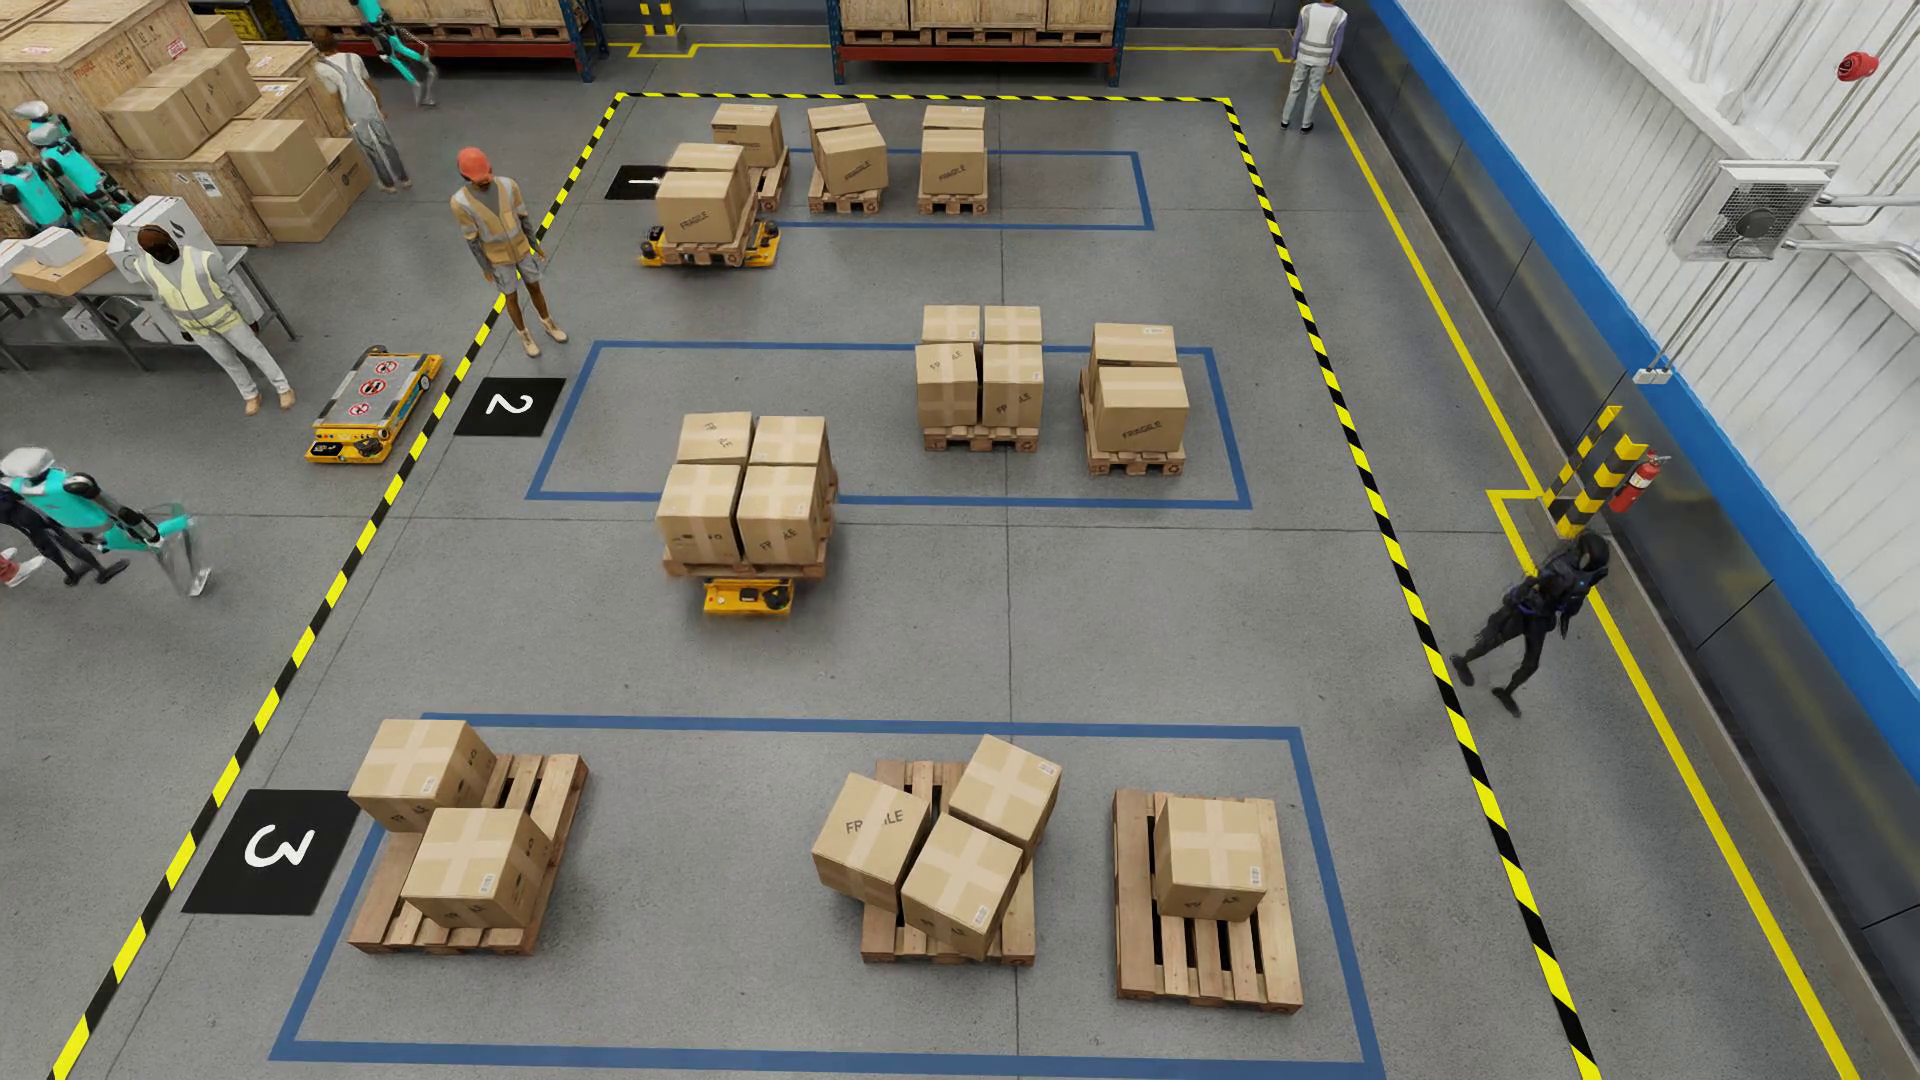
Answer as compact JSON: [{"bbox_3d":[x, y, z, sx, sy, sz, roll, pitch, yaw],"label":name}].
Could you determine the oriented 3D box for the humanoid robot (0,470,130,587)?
[{"bbox_3d":[-6.909,-0.264,6.673,0.610,1.653,0.344,11,51,9],"label":"humanoid robot"}]

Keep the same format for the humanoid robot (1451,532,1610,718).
[{"bbox_3d":[3.743,0.546,5.983,0.609,1.642,0.564,-7,50,-6],"label":"humanoid robot"}]

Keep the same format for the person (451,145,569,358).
[{"bbox_3d":[-4.136,-2.635,8.436,0.392,2.044,0.607,37,59,27],"label":"person"}]

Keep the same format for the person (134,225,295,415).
[{"bbox_3d":[-6.452,-1.891,7.946,0.631,1.834,0.429,-12,51,-10],"label":"person"}]

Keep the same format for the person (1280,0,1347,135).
[{"bbox_3d":[4.423,-6.032,11.444,0.585,1.835,0.404,24,54,19],"label":"person"}]

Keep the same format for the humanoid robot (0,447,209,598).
[{"bbox_3d":[-5.894,-0.127,6.551,0.561,1.837,0.786,-4,50,-3],"label":"humanoid robot"}]

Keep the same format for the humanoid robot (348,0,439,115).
[{"bbox_3d":[-7.198,-6.382,11.856,0.745,1.861,0.539,1,50,1],"label":"humanoid robot"}]

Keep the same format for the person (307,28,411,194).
[{"bbox_3d":[-6.821,-4.859,10.457,0.347,1.840,0.546,26,55,21],"label":"person"}]

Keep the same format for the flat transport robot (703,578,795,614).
[{"bbox_3d":[-1.611,-0.038,7.381,0.652,0.197,1.431,1,50,1],"label":"flat transport robot"}]

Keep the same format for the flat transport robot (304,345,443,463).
[{"bbox_3d":[-5.383,-1.269,8.441,0.659,0.231,1.431,1,50,1],"label":"flat transport robot"}]

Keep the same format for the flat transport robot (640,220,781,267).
[{"bbox_3d":[-2.748,-3.299,10.140,1.431,0.197,0.652,1,50,1],"label":"flat transport robot"}]

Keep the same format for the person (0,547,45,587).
[{"bbox_3d":[-7.600,-0.357,6.596,0.592,1.910,0.395,11,51,9],"label":"person"}]

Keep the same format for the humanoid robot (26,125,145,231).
[{"bbox_3d":[-8.238,-3.282,9.194,0.833,1.764,0.539,-8,50,-7],"label":"humanoid robot"}]

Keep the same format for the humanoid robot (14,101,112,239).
[{"bbox_3d":[-9.227,-3.560,9.446,0.829,1.781,0.588,-8,50,-7],"label":"humanoid robot"}]

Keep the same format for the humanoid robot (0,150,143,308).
[{"bbox_3d":[-8.909,-2.871,8.871,0.989,1.780,0.530,-2,50,-2],"label":"humanoid robot"}]
